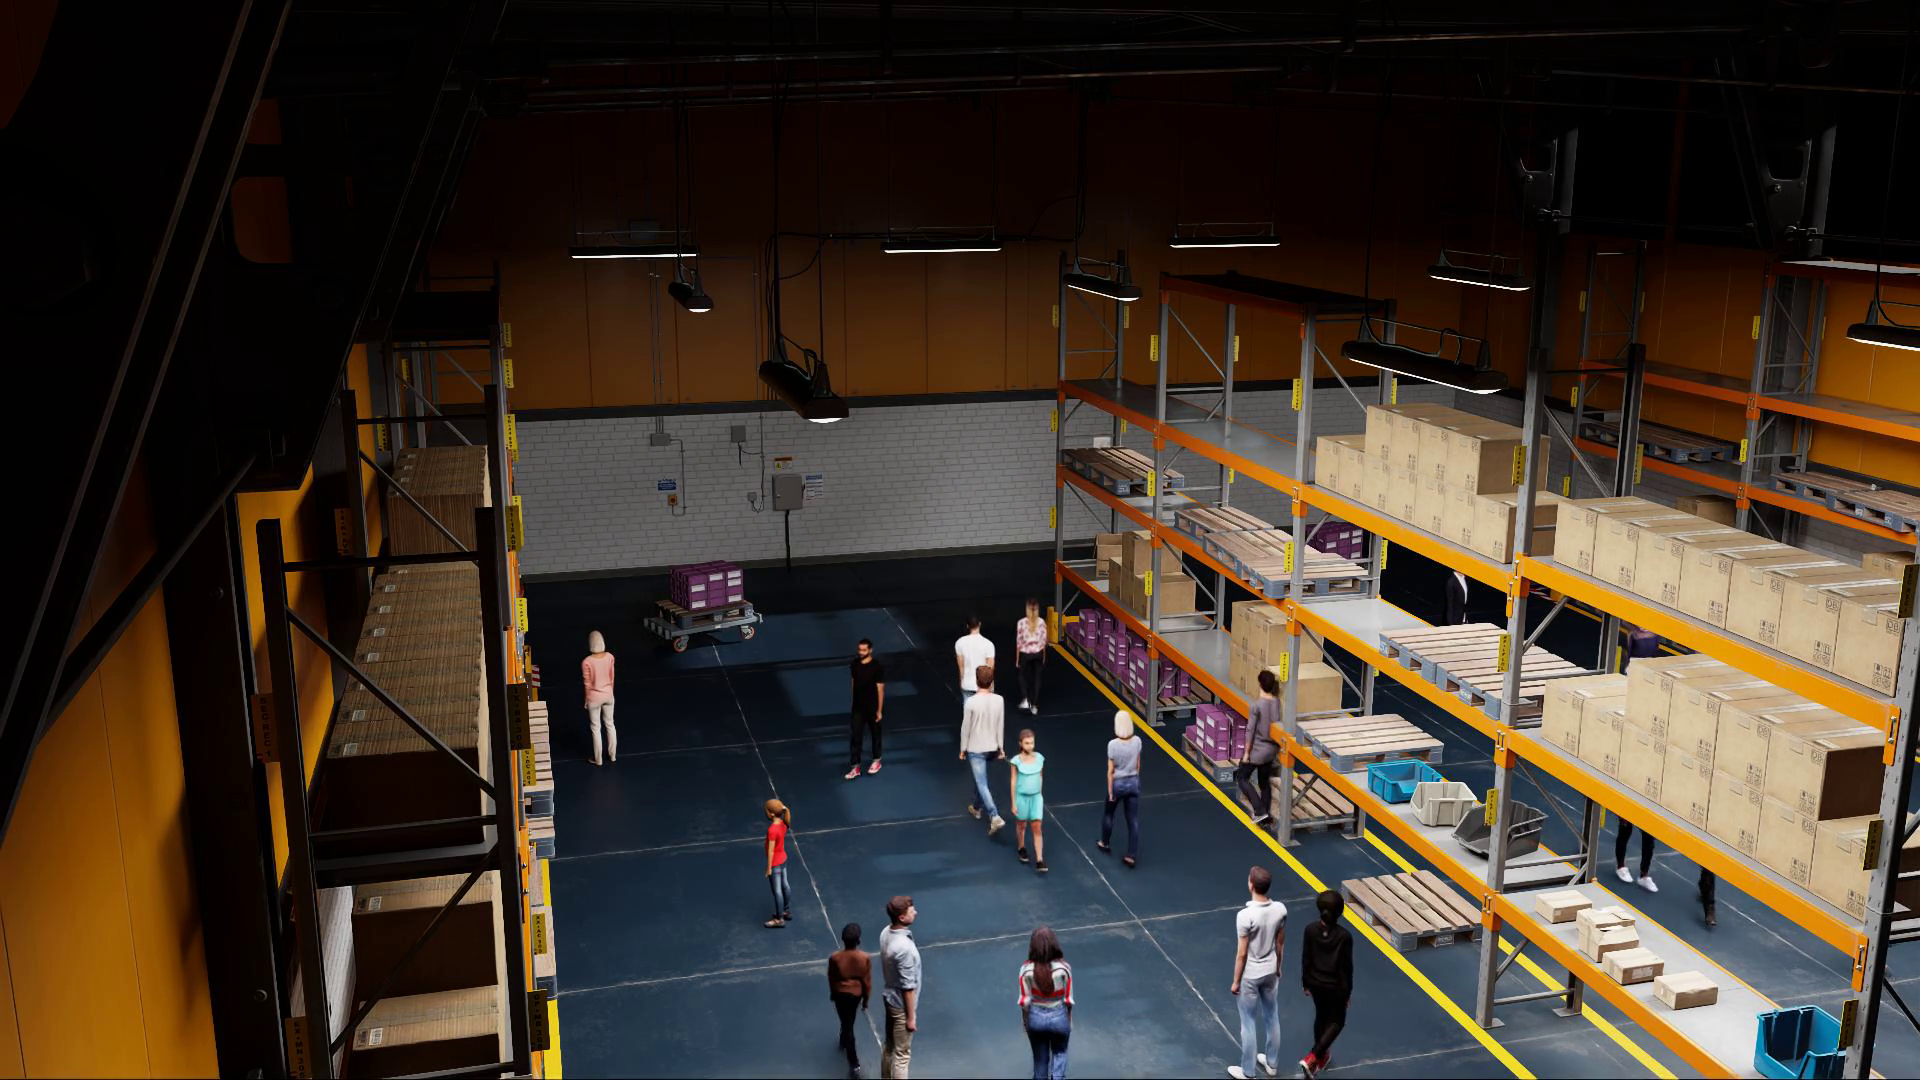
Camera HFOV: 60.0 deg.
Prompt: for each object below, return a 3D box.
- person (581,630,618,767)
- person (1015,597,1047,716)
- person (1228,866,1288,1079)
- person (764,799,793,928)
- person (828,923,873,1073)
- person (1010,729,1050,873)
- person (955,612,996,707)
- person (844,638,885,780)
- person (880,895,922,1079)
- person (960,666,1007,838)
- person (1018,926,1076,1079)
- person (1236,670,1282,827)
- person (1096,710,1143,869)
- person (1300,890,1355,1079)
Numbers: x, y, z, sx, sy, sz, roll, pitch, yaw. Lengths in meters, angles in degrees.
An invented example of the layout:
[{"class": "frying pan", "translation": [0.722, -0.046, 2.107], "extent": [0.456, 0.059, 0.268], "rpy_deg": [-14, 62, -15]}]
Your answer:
[{"class": "person", "translation": [-4.485, 1.949, 20.702], "extent": [0.679, 1.725, 0.673], "rpy_deg": [-12, 18, -40]}, {"class": "person", "translation": [0.969, 1.586, 22.430], "extent": [0.603, 1.618, 0.580], "rpy_deg": [-2, 14, -10]}, {"class": "person", "translation": [2.456, 3.578, 13.711], "extent": [0.710, 1.850, 0.636], "rpy_deg": [-8, 16, -29]}, {"class": "person", "translation": [-1.802, 3.187, 16.479], "extent": [0.612, 1.308, 0.530], "rpy_deg": [4, 14, 16]}, {"class": "person", "translation": [-0.930, 3.842, 13.932], "extent": [0.507, 1.232, 0.900], "rpy_deg": [-4, 14, -16]}, {"class": "person", "translation": [0.692, 2.751, 17.825], "extent": [0.541, 1.522, 0.956], "rpy_deg": [-4, 14, -15]}, {"class": "person", "translation": [0.181, 1.839, 20.905], "extent": [0.787, 1.843, 0.797], "rpy_deg": [4, 14, 16]}, {"class": "person", "translation": [-1.088, 2.025, 20.369], "extent": [0.913, 1.734, 1.020], "rpy_deg": [5, 14, 18]}, {"class": "person", "translation": [-0.484, 3.690, 13.255], "extent": [0.715, 1.847, 0.502], "rpy_deg": [-4, 14, -18]}, {"class": "person", "translation": [0.297, 2.384, 18.616], "extent": [0.804, 1.862, 1.266], "rpy_deg": [-7, 15, -26]}, {"class": "person", "translation": [0.684, 3.847, 13.132], "extent": [0.701, 1.601, 0.723], "rpy_deg": [1, 14, 6]}, {"class": "person", "translation": [3.435, 2.380, 18.676], "extent": [0.793, 1.841, 0.775], "rpy_deg": [-8, 16, -29]}, {"class": "person", "translation": [1.792, 2.679, 17.752], "extent": [0.576, 1.696, 0.884], "rpy_deg": [-4, 14, -14]}, {"class": "person", "translation": [2.995, 3.697, 13.642], "extent": [0.965, 1.650, 0.971], "rpy_deg": [10, 17, 35]}]
